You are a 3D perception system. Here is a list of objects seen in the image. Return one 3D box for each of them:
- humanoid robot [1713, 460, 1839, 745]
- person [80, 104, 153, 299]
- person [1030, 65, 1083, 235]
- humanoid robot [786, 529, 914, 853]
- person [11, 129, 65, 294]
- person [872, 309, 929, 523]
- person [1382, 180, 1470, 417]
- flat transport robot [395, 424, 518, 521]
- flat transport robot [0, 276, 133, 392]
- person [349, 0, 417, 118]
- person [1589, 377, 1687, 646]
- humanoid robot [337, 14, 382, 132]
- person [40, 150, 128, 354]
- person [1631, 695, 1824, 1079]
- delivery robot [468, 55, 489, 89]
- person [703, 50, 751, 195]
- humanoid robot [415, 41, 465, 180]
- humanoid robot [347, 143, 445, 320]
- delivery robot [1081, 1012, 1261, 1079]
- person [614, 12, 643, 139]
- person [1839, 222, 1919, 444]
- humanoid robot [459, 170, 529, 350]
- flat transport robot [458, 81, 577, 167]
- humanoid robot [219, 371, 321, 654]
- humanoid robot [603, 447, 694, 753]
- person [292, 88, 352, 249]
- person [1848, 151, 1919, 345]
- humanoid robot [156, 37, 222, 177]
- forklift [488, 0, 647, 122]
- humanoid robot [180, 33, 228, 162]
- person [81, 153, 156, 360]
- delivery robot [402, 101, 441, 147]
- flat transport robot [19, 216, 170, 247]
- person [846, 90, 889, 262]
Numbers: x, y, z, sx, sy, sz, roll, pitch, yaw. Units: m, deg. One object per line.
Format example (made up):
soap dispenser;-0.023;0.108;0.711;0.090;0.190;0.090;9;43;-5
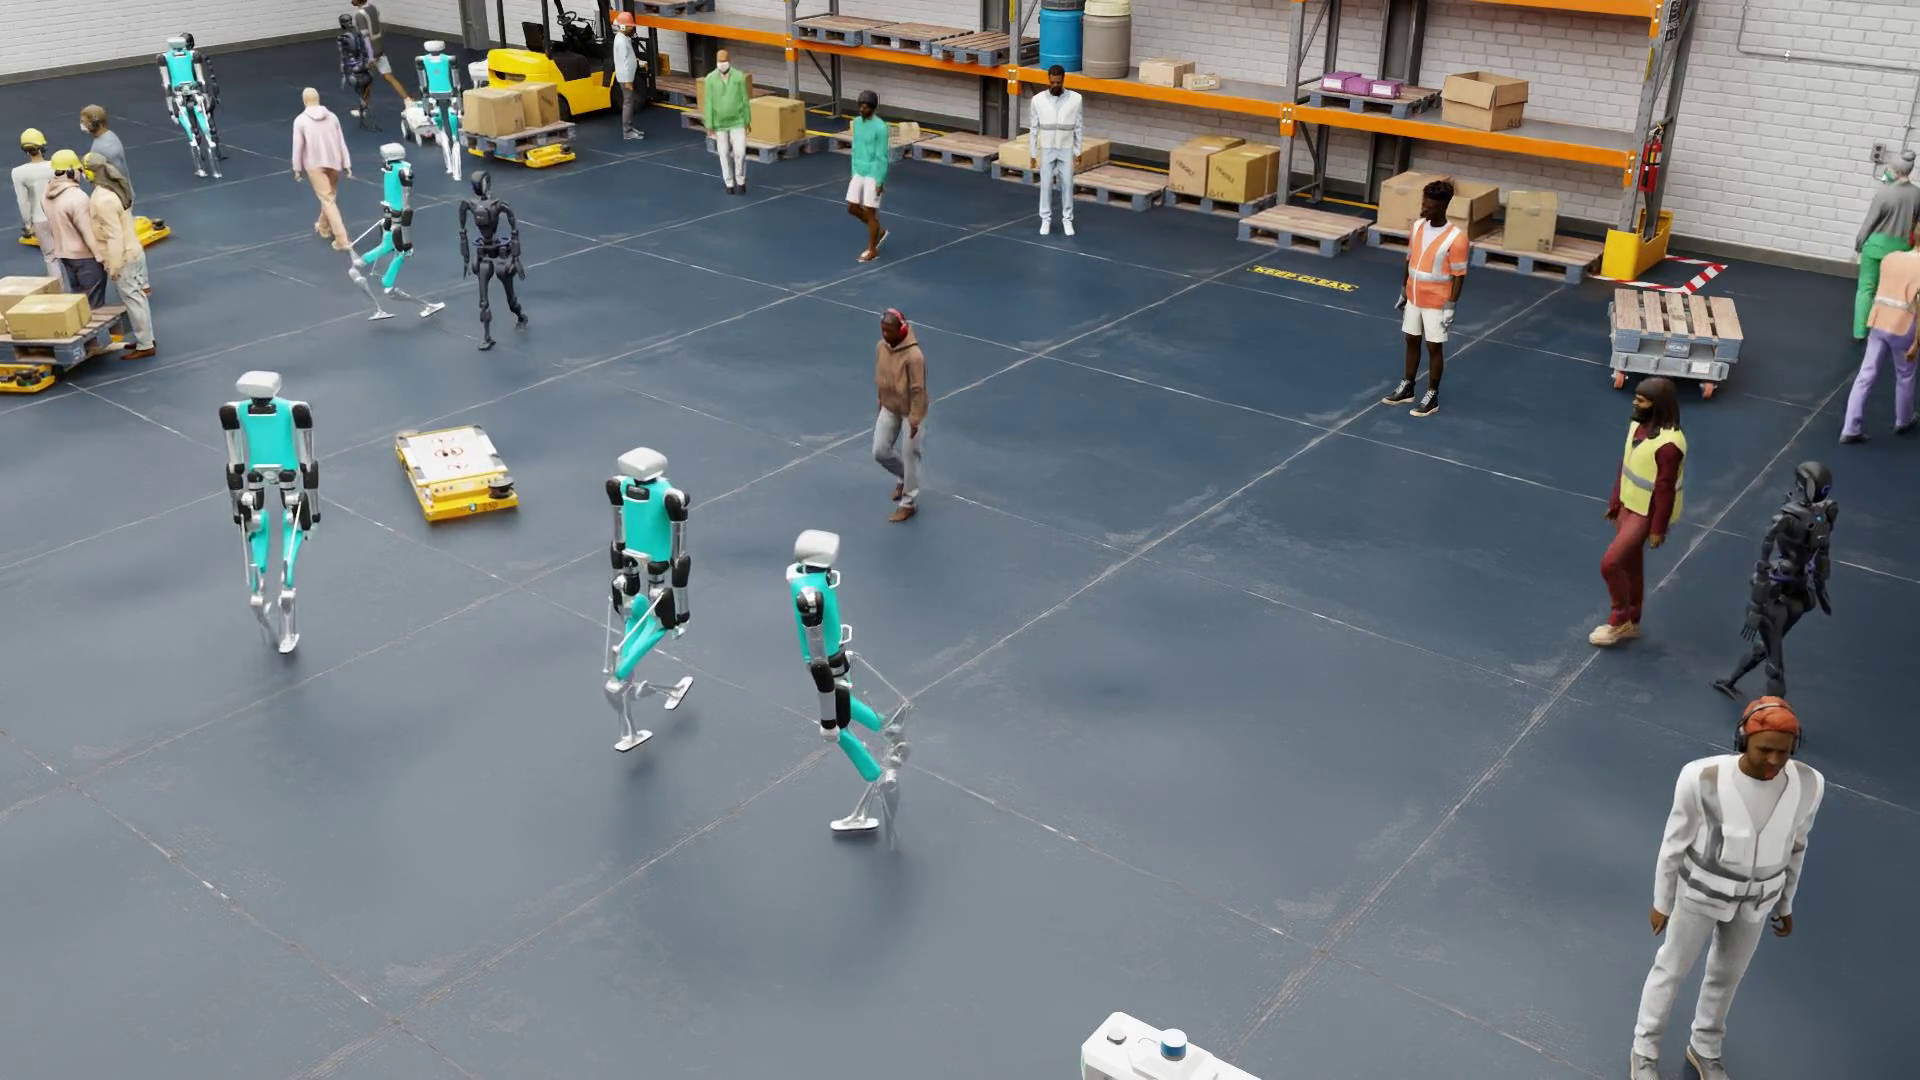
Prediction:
humanoid robot;4.680;0.307;9.372;0.608;1.629;0.761;-12;28;-23
person;-8.461;-3.387;16.671;0.366;1.937;0.636;-13;29;-25
person;1.086;-4.420;18.847;0.597;1.908;0.400;0;26;0
humanoid robot;-0.451;0.823;8.309;0.761;1.898;0.545;-1;26;-3
person;-8.943;-3.154;16.383;0.524;1.765;0.326;-15;30;-28
person;-0.412;-0.898;11.850;0.471;1.628;0.400;18;31;33
person;3.872;-2.003;13.769;0.361;1.963;0.613;-14;29;-27
flat transport robot;-3.862;-0.540;12.688;0.659;0.231;1.431;-12;28;-23
flat transport robot;-8.257;-1.658;15.004;0.659;0.231;1.431;2;26;4
person;-8.644;-7.229;24.571;1.034;1.987;0.636;6;26;13
person;4.104;-0.160;10.190;0.540;1.751;0.502;-1;26;-3
humanoid robot;-8.660;-6.688;23.834;0.664;1.631;0.586;9;27;18
person;-8.023;-2.611;15.156;0.801;1.857;0.435;17;30;31
person;3.082;1.451;6.708;0.578;1.882;0.343;0;26;1
delivery robot;-7.495;-7.490;26.776;0.785;0.614;0.524;5;26;11
person;-2.853;-5.100;20.406;0.580;1.765;0.524;-3;26;-5
humanoid robot;-6.586;-5.536;21.360;0.532;1.783;0.757;-2;26;-4
humanoid robot;-5.467;-2.849;15.772;0.965;1.740;0.542;-19;32;-34
delivery robot;0.858;2.231;6.638;0.804;0.610;0.499;18;31;33
person;-4.674;-6.539;23.420;0.345;1.739;0.572;-5;26;-10
person;7.500;-1.659;13.263;0.930;1.779;0.571;-13;29;-25
humanoid robot;-4.326;-2.626;15.461;0.609;1.656;0.744;3;26;6
flat transport robot;-5.942;-5.274;22.493;1.431;0.231;0.659;18;31;33
humanoid robot;-4.158;-0.061;10.055;0.542;1.809;0.792;-3;26;-6
humanoid robot;-1.779;0.386;9.072;0.540;1.732;0.982;15;30;29
person;-7.081;-4.131;18.462;0.992;1.723;0.559;23;34;39
person;8.614;-2.777;15.560;0.589;1.802;0.721;-1;26;-2
humanoid robot;-9.771;-5.448;21.207;0.543;1.800;0.771;-18;31;-33
forklift;-5.874;-7.334;24.552;1.214;2.155;2.313;19;32;34
humanoid robot;-10.162;-5.902;22.157;0.599;1.657;0.315;-2;26;-4
person;-7.589;-2.568;15.045;0.395;1.875;0.552;-8;27;-16
delivery robot;-7.552;-5.869;23.376;0.499;0.577;0.758;-12;28;-24
flat transport robot;-9.777;-3.483;18.783;1.431;0.231;0.659;4;26;8
person;-0.975;-3.904;17.857;0.444;1.828;0.514;-22;34;-38
